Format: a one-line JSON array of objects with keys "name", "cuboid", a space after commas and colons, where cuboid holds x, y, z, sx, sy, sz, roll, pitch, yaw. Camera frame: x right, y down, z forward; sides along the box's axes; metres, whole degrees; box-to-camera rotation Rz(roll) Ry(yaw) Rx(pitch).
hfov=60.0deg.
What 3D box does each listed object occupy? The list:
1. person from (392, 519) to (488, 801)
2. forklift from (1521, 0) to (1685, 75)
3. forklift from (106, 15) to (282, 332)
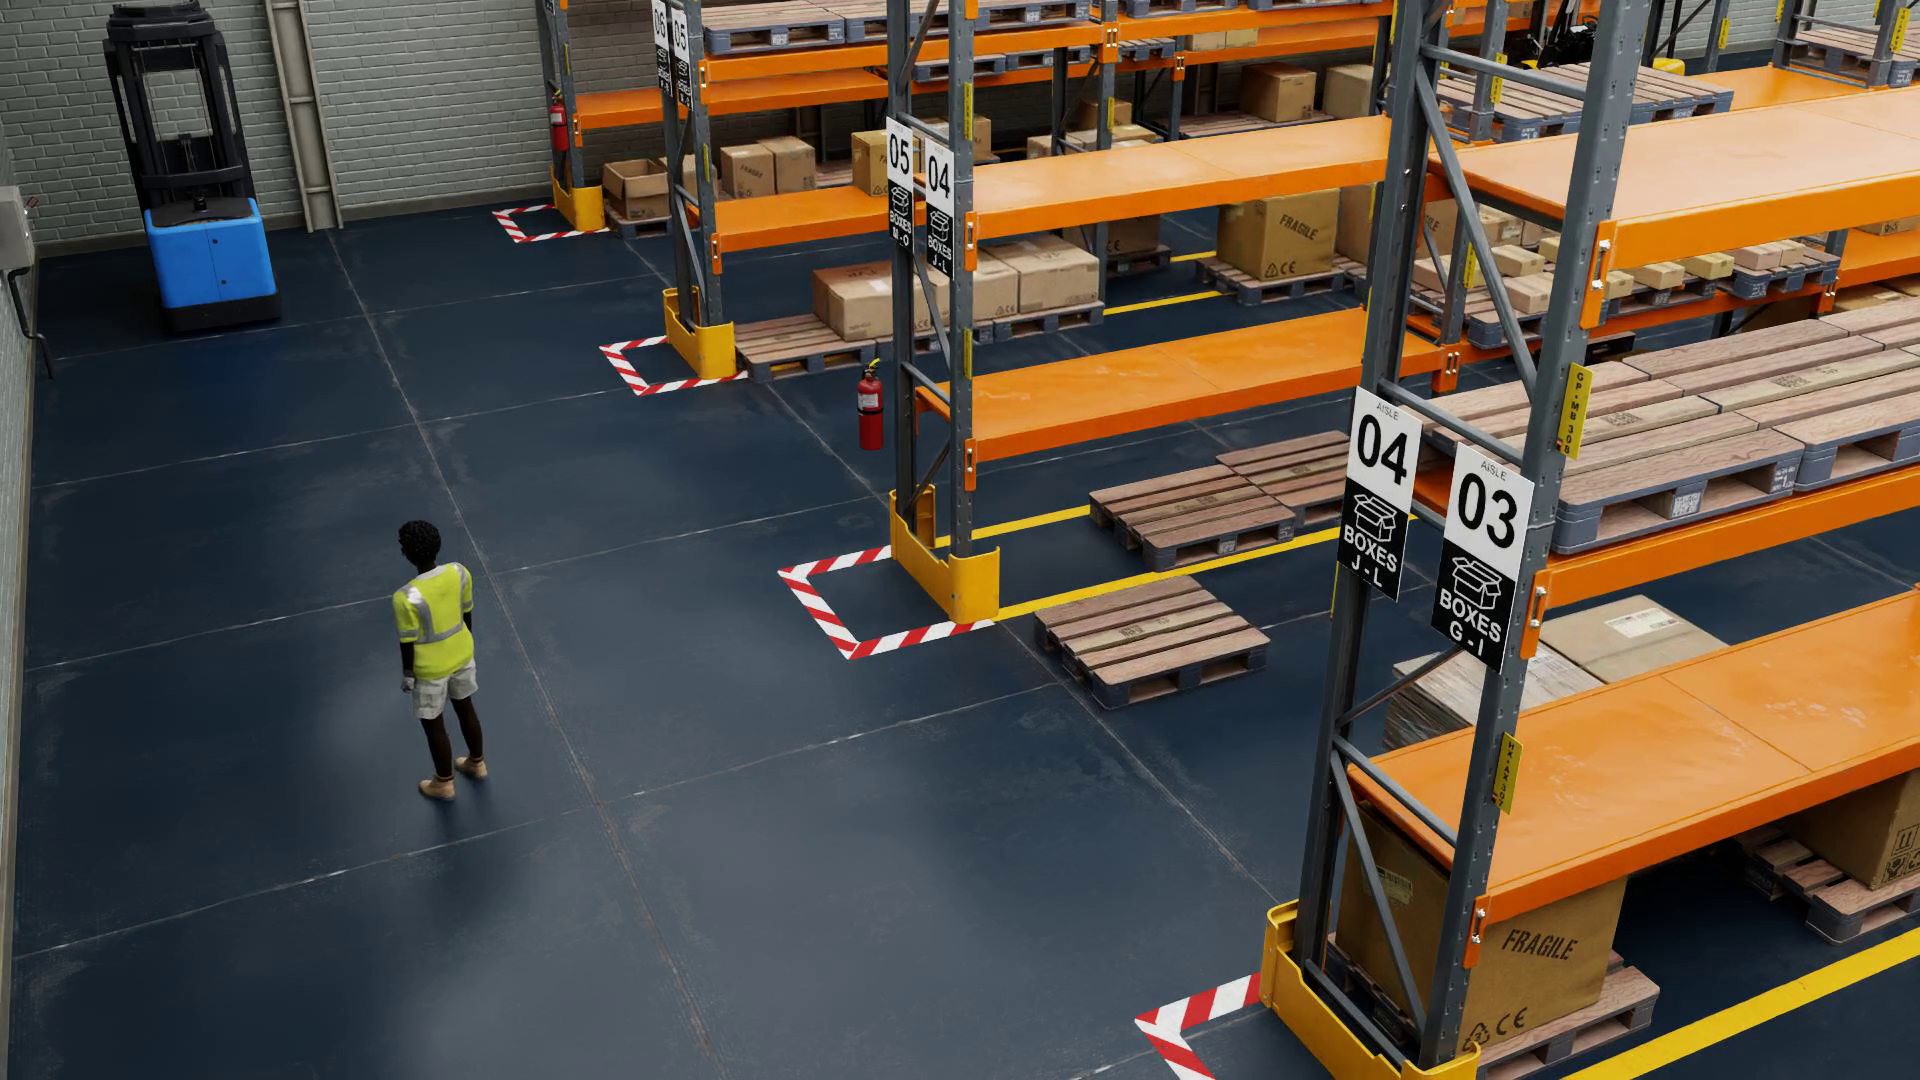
[{"name": "person", "cuboid": [-2.895, 0.666, 9.284, 0.319, 1.685, 0.540, 14, 31, 25]}, {"name": "forklift", "cuboid": [8.950, -6.807, 23.056, 1.214, 2.155, 2.313, -12, 30, -22]}, {"name": "forklift", "cuboid": [-7.548, -3.672, 16.323, 1.129, 2.768, 1.873, -12, 30, -22]}]
